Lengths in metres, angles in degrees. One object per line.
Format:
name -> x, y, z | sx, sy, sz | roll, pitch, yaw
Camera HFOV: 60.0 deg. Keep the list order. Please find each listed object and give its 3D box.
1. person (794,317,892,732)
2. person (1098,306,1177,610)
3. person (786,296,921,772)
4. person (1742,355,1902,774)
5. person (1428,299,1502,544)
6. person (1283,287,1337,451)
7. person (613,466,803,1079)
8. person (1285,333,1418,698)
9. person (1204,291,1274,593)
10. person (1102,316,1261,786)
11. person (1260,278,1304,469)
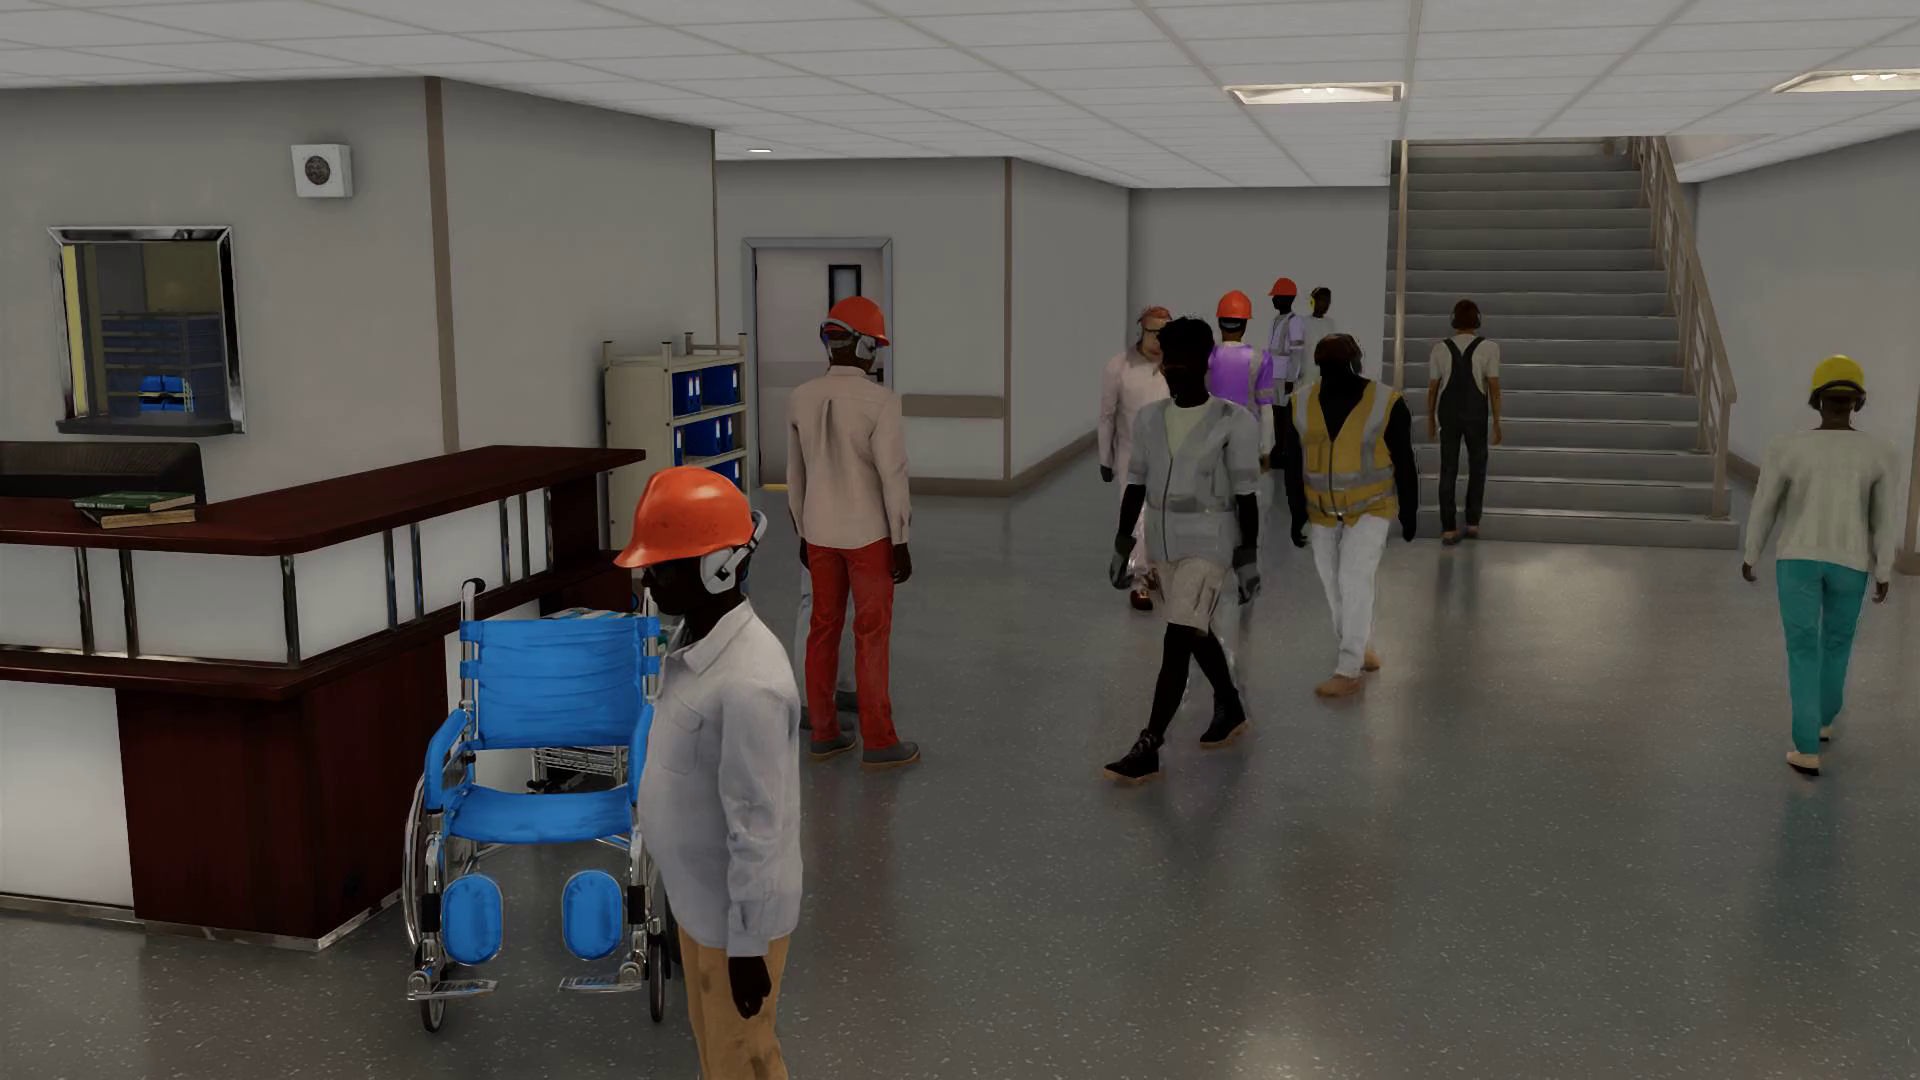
person -> -0.525, -0.089, 7.561 | 0.423, 1.939, 0.602 | 6, 11, 30
person -> 1.189, -0.544, 10.478 | 0.645, 1.863, 0.951 | -1, 10, -3
person -> -0.447, -0.023, 7.008 | 0.611, 1.985, 0.393 | 7, 12, 34
person -> 3.660, 0.081, 7.123 | 0.546, 1.731, 0.832 | 3, 10, 16
person -> 3.820, -0.890, 12.575 | 0.567, 1.821, 0.687 | 5, 11, 26
person -> 3.721, -1.763, 17.682 | 0.515, 1.847, 0.540 | -4, 10, -23
person -> -0.508, 0.712, 3.391 | 0.352, 1.743, 0.564 | -4, 10, -21
person -> 1.975, -0.151, 8.364 | 0.642, 1.795, 0.792 | 7, 12, 35
person -> 1.729, -0.620, 10.667 | 0.545, 1.938, 0.361 | 2, 10, 12
person -> 0.951, 0.016, 7.002 | 1.025, 1.914, 0.624 | -9, 13, -42
person -> 3.285, -1.697, 16.994 | 0.349, 1.942, 0.545 | -3, 10, -15
